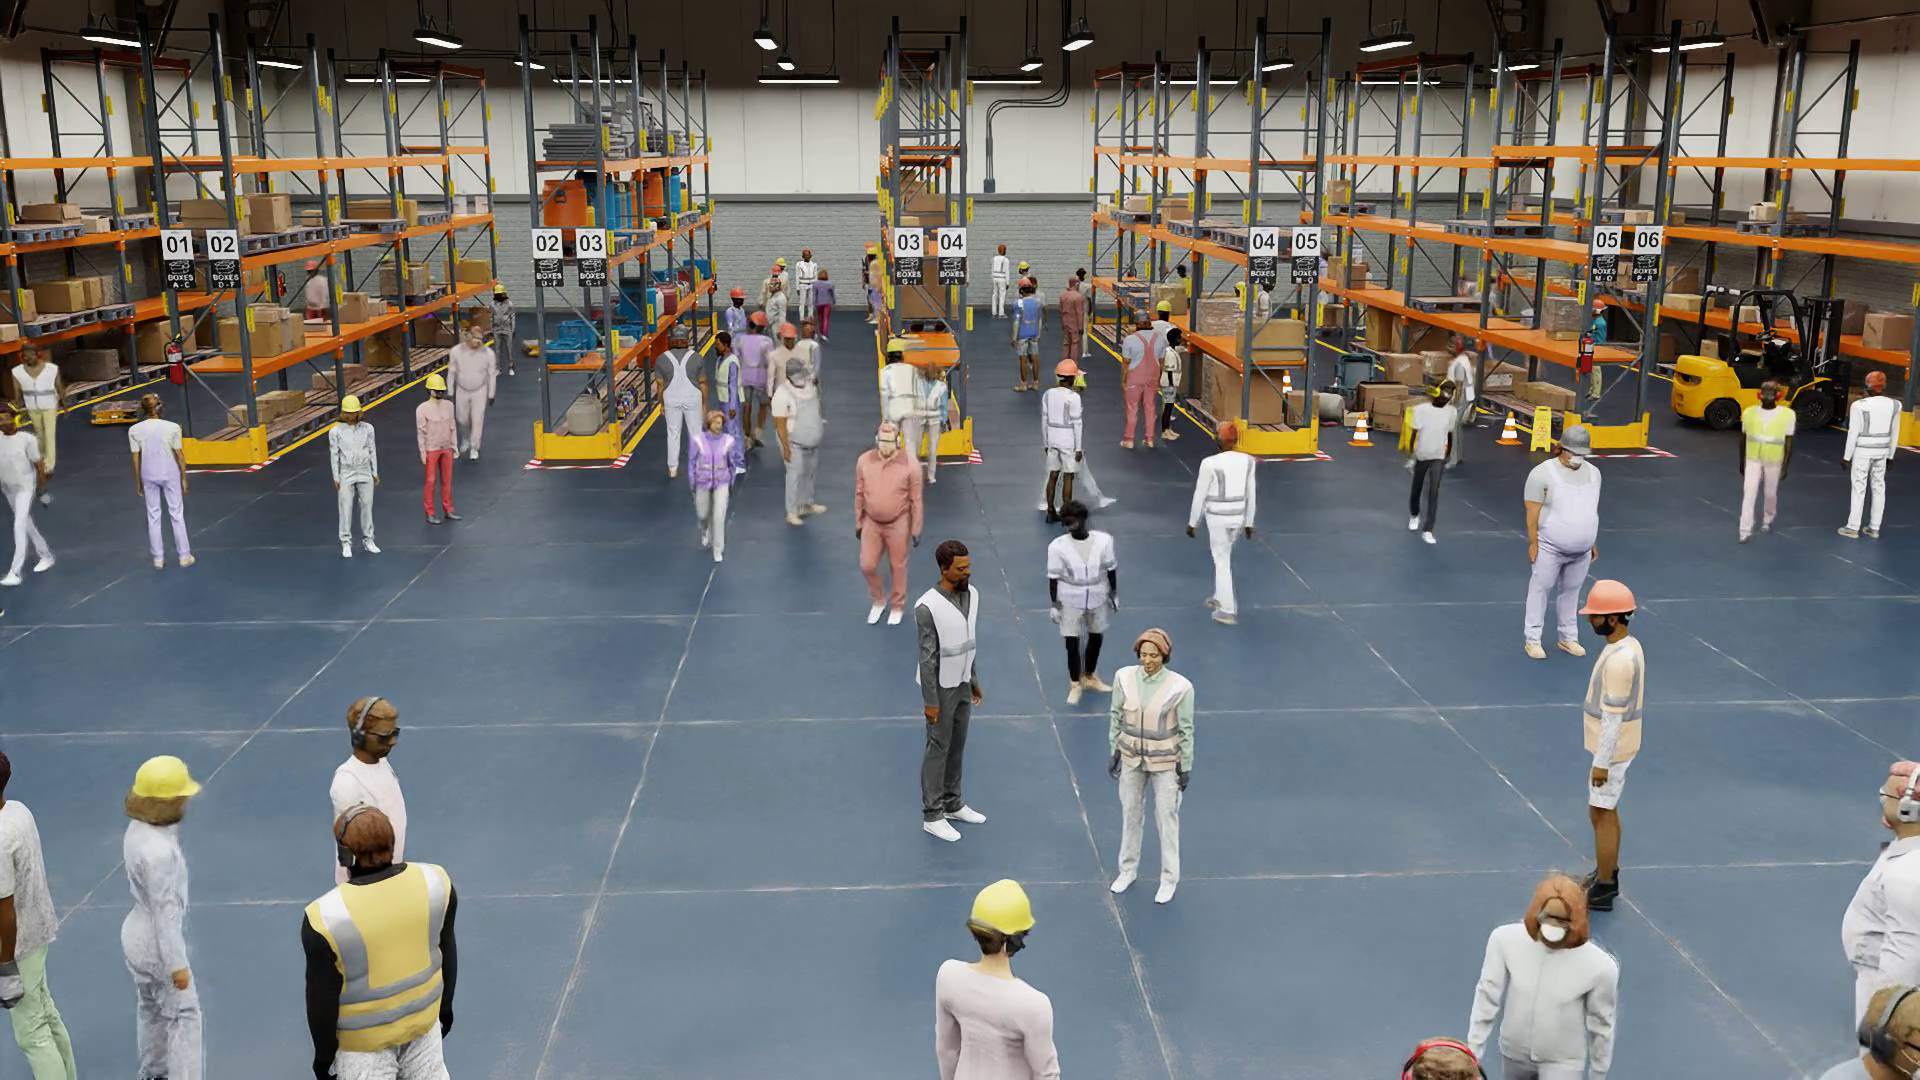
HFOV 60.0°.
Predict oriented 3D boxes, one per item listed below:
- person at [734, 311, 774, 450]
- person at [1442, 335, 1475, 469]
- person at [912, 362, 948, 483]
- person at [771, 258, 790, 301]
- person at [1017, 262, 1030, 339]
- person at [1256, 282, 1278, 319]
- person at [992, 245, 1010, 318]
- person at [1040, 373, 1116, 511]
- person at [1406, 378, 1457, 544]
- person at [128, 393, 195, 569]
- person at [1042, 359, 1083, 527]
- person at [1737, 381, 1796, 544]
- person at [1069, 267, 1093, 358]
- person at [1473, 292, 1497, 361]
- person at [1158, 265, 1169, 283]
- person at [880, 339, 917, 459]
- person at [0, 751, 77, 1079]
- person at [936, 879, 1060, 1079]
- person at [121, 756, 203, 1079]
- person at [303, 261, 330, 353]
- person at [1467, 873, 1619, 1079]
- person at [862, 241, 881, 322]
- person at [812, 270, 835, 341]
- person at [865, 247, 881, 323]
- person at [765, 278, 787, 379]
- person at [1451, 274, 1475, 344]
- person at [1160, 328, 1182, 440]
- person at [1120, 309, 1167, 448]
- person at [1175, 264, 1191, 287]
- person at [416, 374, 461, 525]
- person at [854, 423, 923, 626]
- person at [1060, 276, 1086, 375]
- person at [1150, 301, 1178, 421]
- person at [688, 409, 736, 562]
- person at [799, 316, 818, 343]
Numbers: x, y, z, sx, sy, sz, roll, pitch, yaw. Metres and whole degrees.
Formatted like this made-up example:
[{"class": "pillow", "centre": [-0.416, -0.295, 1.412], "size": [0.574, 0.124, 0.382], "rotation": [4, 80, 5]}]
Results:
[{"class": "person", "centre": [-2.988, -2.303, 24.073], "size": [0.639, 2.016, 0.443], "rotation": [1, 13, 4]}, {"class": "person", "centre": [6.815, -1.901, 22.771], "size": [0.436, 1.829, 0.668], "rotation": [3, 14, 14]}, {"class": "person", "centre": [-0.443, -1.529, 21.667], "size": [0.598, 1.605, 0.407], "rotation": [2, 13, 7]}, {"class": "person", "centre": [-4.259, -5.816, 39.517], "size": [0.518, 1.757, 0.335], "rotation": [-12, 18, -41]}, {"class": "person", "centre": [1.457, -5.483, 38.087], "size": [0.311, 1.769, 0.525], "rotation": [2, 13, 7]}, {"class": "person", "centre": [5.727, -3.995, 31.226], "size": [0.417, 2.034, 0.604], "rotation": [1, 13, 4]}, {"class": "person", "centre": [1.045, -6.636, 42.749], "size": [0.568, 1.877, 0.365], "rotation": [12, 18, 42]}, {"class": "person", "centre": [1.398, -1.166, 19.968], "size": [0.907, 1.685, 0.501], "rotation": [5, 14, 19]}, {"class": "person", "centre": [5.267, -0.931, 18.695], "size": [0.552, 1.819, 0.904], "rotation": [2, 13, 7]}, {"class": "person", "centre": [-8.302, -0.610, 17.284], "size": [0.506, 1.841, 0.345], "rotation": [-4, 14, -16]}, {"class": "person", "centre": [1.212, -1.128, 19.267], "size": [0.551, 1.935, 0.375], "rotation": [13, 18, 43]}, {"class": "person", "centre": [8.996, -0.896, 18.583], "size": [0.559, 1.806, 0.936], "rotation": [9, 16, 33]}, {"class": "person", "centre": [2.520, -4.750, 34.760], "size": [0.533, 1.868, 0.310], "rotation": [5, 14, 20]}, {"class": "person", "centre": [10.286, -4.233, 32.616], "size": [0.528, 1.851, 0.698], "rotation": [0, 13, -2]}, {"class": "person", "centre": [4.788, -5.678, 39.214], "size": [0.271, 1.627, 0.501], "rotation": [-1, 13, -4]}, {"class": "person", "centre": [-0.837, -1.667, 21.666], "size": [0.593, 1.875, 0.915], "rotation": [-9, 16, -32]}, {"class": "person", "centre": [-4.085, 1.765, 7.192], "size": [0.328, 1.861, 0.507], "rotation": [-6, 14, -23]}, {"class": "person", "centre": [0.146, 2.077, 6.062], "size": [0.523, 1.767, 0.313], "rotation": [10, 16, 36]}, {"class": "person", "centre": [-3.509, 1.780, 7.387], "size": [0.378, 1.728, 0.558], "rotation": [-8, 16, -31]}, {"class": "person", "centre": [-13.715, -4.910, 35.233], "size": [0.622, 1.958, 0.886], "rotation": [3, 14, 13]}, {"class": "person", "centre": [2.304, 2.044, 6.584], "size": [0.510, 1.591, 0.865], "rotation": [10, 16, 36]}, {"class": "person", "centre": [-2.221, -6.459, 41.671], "size": [0.612, 2.029, 0.410], "rotation": [9, 16, 34]}, {"class": "person", "centre": [-3.108, -5.356, 37.941], "size": [0.500, 1.585, 0.898], "rotation": [1, 13, 4]}, {"class": "person", "centre": [-2.150, -6.338, 41.391], "size": [0.419, 1.907, 0.603], "rotation": [2, 13, 10]}, {"class": "person", "centre": [-3.507, -4.023, 31.589], "size": [0.407, 1.913, 0.641], "rotation": [-6, 15, -24]}, {"class": "person", "centre": [11.232, -5.148, 36.994], "size": [0.636, 1.611, 0.326], "rotation": [5, 14, 20]}, {"class": "person", "centre": [3.158, -2.338, 24.930], "size": [0.319, 1.690, 0.540], "rotation": [2, 13, 10]}, {"class": "person", "centre": [2.631, -2.363, 24.278], "size": [0.686, 2.000, 0.535], "rotation": [-5, 14, -22]}, {"class": "person", "centre": [5.225, -5.556, 38.588], "size": [0.592, 1.666, 0.382], "rotation": [11, 17, 40]}, {"class": "person", "centre": [-6.067, -1.058, 19.362], "size": [0.354, 1.755, 0.518], "rotation": [9, 16, 34]}, {"class": "person", "centre": [-0.656, -0.133, 15.150], "size": [0.668, 1.887, 0.522], "rotation": [3, 14, 13]}, {"class": "person", "centre": [2.197, -4.140, 32.112], "size": [0.399, 1.903, 0.683], "rotation": [-8, 15, -31]}, {"class": "person", "centre": [3.232, -2.869, 26.672], "size": [0.593, 1.923, 0.382], "rotation": [8, 16, 32]}, {"class": "person", "centre": [-2.645, -0.607, 17.746], "size": [0.517, 1.617, 0.588], "rotation": [-3, 14, -11]}, {"class": "person", "centre": [-2.467, -2.895, 27.447], "size": [0.423, 1.606, 0.537], "rotation": [-9, 16, -32]}]
